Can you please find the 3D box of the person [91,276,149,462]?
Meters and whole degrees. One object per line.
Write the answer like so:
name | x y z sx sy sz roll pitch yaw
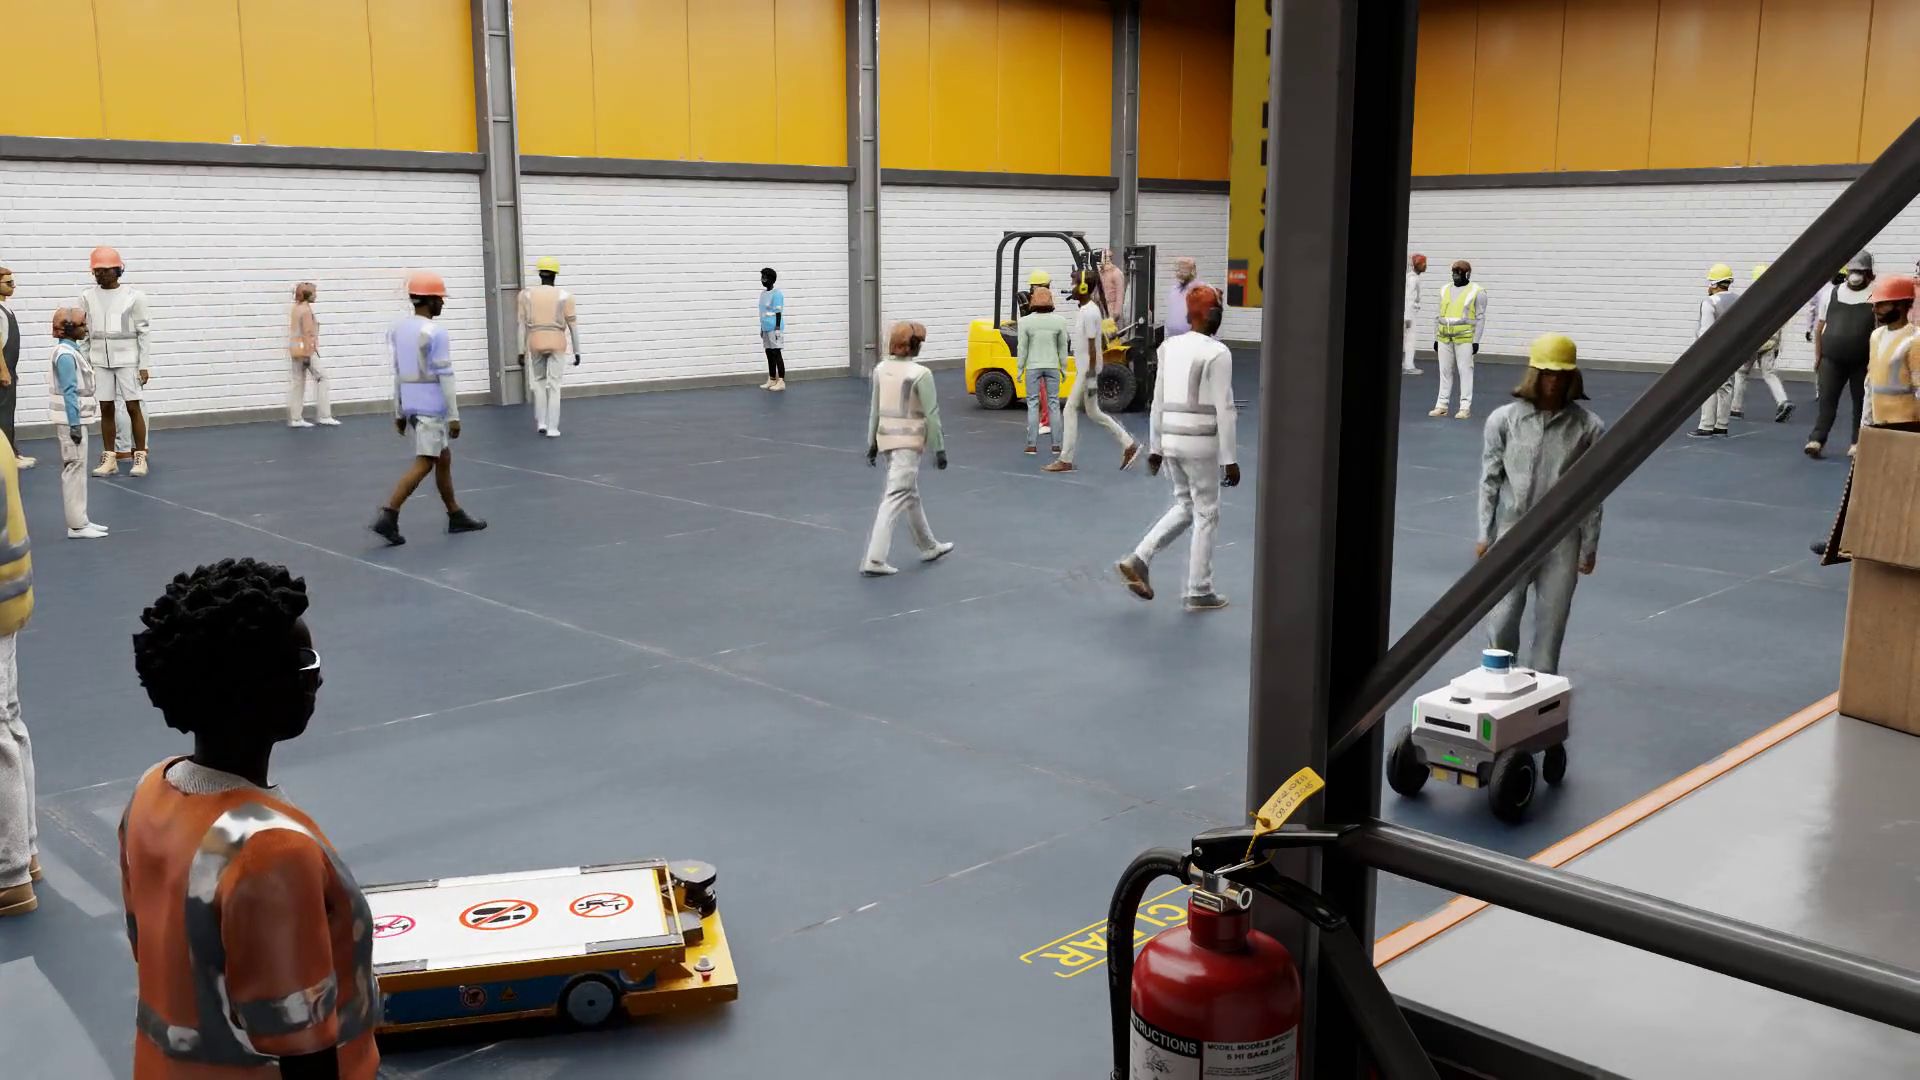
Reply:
person | -7.965 -1.705 15.717 0.370 1.941 0.627 2 11 13

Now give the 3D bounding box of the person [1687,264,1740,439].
person | 7.952 -1.983 17.520 0.588 1.835 0.403 -6 12 -28

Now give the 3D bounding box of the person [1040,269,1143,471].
person | 1.205 -1.518 14.995 0.874 1.843 0.527 1 10 6

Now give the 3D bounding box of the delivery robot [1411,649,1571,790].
delivery robot | 2.033 0.660 6.346 0.477 0.478 0.707 10 15 44

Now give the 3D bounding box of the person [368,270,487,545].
person | -3.770 -0.927 11.605 0.559 1.903 0.959 8 13 38

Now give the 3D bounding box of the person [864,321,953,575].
person | -0.330 -0.589 10.576 0.859 1.589 0.549 -10 14 -42

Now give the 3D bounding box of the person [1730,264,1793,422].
person | 9.236 -2.256 19.120 0.602 1.806 0.843 -3 11 -17

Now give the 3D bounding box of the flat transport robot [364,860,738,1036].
flat transport robot | -1.379 1.154 4.679 1.431 0.197 0.652 -3 11 -14

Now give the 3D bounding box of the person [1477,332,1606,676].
person | 2.445 -0.010 7.017 0.503 1.731 0.379 2 11 12

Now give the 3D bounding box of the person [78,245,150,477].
person | -7.476 -1.572 14.710 0.608 2.044 0.372 -1 10 -4

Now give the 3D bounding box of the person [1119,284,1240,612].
person | 1.258 -0.507 9.386 0.538 1.866 0.608 -6 12 -29

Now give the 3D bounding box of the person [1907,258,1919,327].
person | 10.781 -2.236 18.689 0.642 1.913 0.408 2 11 10

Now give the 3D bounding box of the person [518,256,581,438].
person | -4.346 -2.048 17.662 0.629 1.906 0.617 -1 10 -3

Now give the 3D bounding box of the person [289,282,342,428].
person | -7.218 -2.059 18.545 0.638 1.612 0.513 -9 14 -40

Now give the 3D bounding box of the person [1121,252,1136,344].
person | 2.181 -2.808 21.722 0.805 1.935 0.635 -1 10 -8

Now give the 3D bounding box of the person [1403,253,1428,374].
person | 6.842 -3.469 25.601 0.629 1.859 0.626 3 11 15

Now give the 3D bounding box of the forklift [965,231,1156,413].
forklift | 1.222 -2.721 20.561 2.313 2.155 1.214 2 11 13

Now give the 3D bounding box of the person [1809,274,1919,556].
person | 6.256 -0.815 11.027 1.011 1.897 0.546 0 10 1

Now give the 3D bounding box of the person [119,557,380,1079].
person | -0.990 0.863 2.374 0.319 1.697 0.533 -10 14 -43

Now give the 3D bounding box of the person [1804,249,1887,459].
person | 8.475 -1.780 15.852 0.701 2.000 0.913 9 14 40

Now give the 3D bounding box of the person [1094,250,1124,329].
person | 2.313 -3.646 26.398 0.402 1.904 0.652 -6 12 -31

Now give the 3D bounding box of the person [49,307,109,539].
person | -6.255 -0.824 11.757 0.311 1.631 0.504 -5 11 -24

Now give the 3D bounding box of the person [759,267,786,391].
person | -2.603 -2.908 22.956 0.319 1.691 0.535 -7 12 -32

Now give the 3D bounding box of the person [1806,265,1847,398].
person | 11.278 -2.717 21.493 0.595 1.842 1.026 5 11 25

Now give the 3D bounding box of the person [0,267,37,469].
person | -8.749 -1.573 15.255 0.344 1.847 0.504 -4 11 -23

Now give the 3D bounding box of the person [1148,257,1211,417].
person | 2.550 -2.265 18.949 0.418 1.879 0.790 -8 13 -37

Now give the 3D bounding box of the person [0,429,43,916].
person | -3.135 0.272 5.204 0.429 1.841 0.634 -4 11 -22

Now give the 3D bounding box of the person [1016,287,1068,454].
person | 0.801 -1.651 16.258 0.507 1.631 0.275 -1 10 -7

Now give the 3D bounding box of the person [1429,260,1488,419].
person | 5.813 -2.342 19.459 0.429 1.845 0.625 -10 15 -44

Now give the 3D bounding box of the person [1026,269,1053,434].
person | 0.863 -2.021 17.915 0.326 1.767 0.533 -1 10 -3
